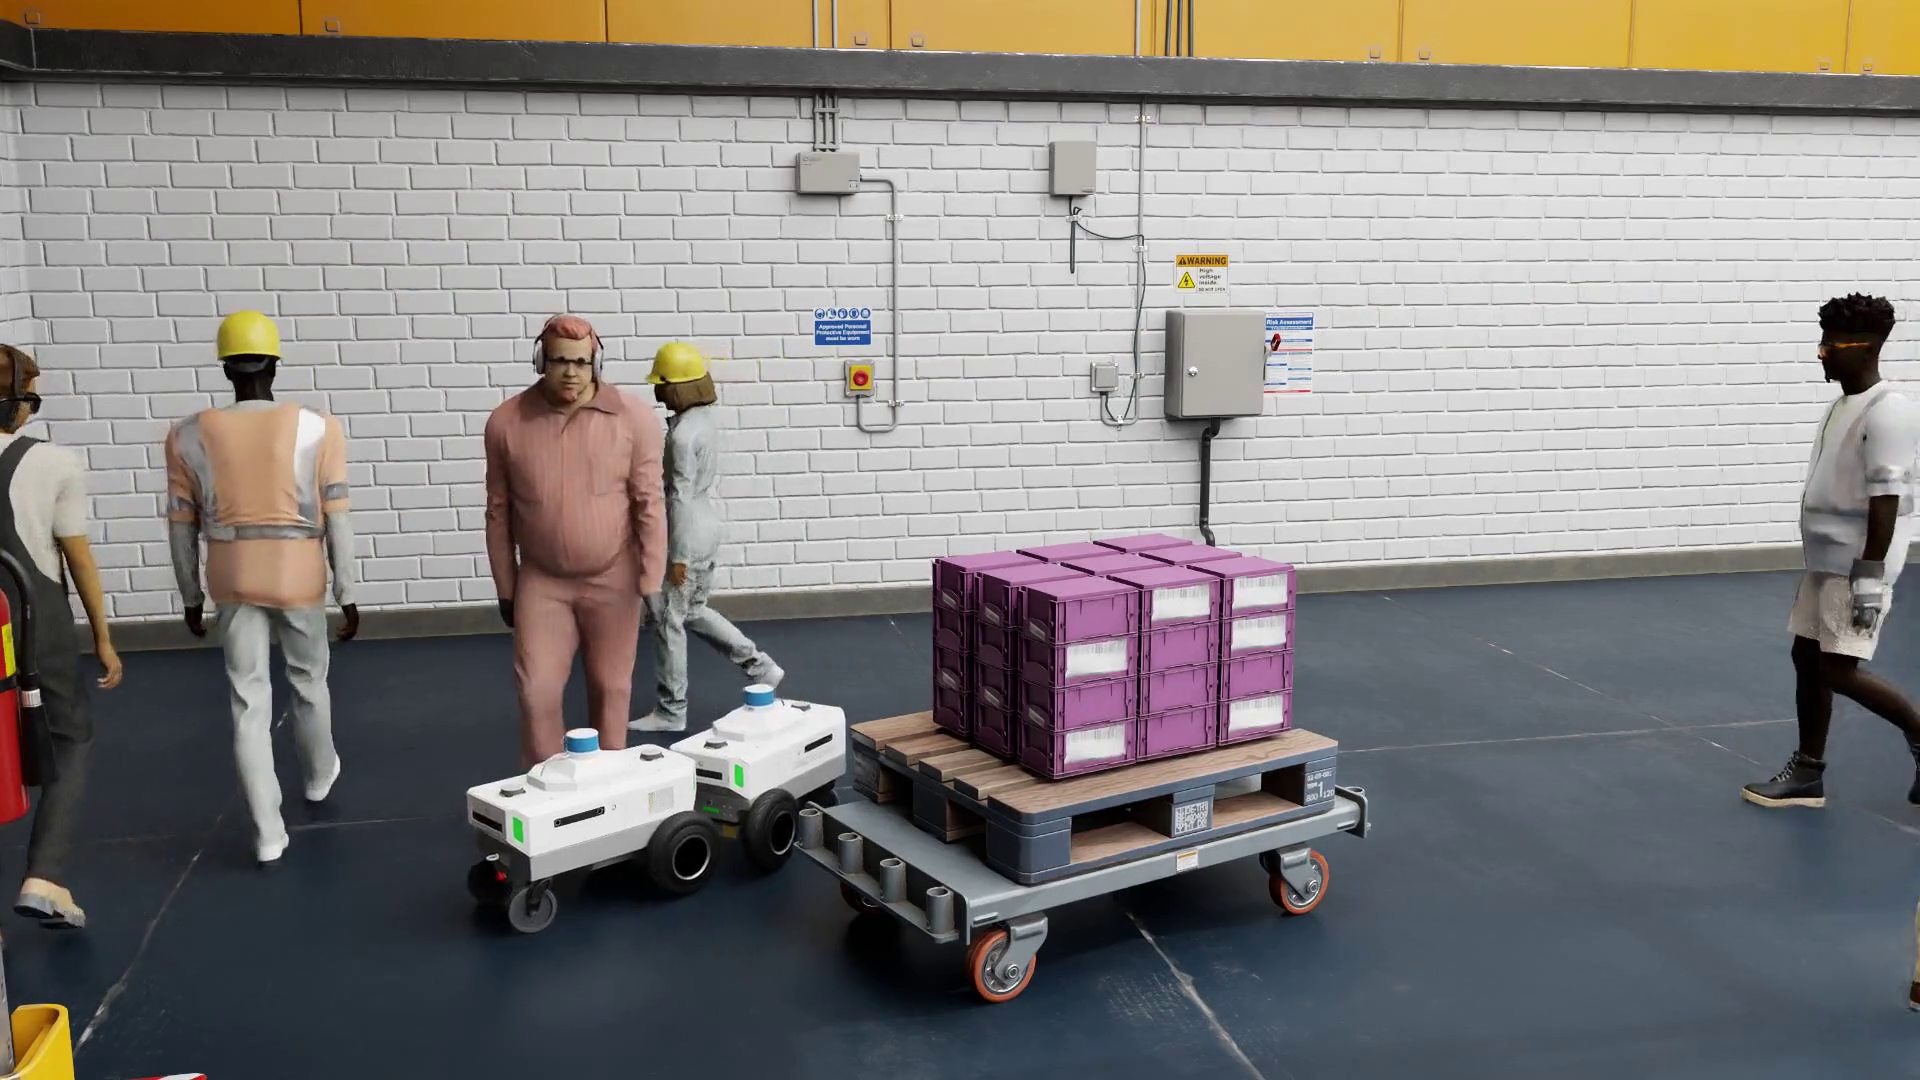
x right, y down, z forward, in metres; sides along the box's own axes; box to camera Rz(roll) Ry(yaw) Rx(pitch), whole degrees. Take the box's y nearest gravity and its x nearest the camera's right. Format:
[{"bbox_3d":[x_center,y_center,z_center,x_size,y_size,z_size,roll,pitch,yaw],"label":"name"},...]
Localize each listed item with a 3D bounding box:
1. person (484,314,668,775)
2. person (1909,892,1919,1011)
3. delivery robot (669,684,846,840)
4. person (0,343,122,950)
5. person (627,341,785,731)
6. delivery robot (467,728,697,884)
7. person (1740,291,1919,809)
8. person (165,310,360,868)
[{"bbox_3d":[-1.339,0.160,5.814,0.636,1.874,0.645,-2,10,-9],"label":"person"},{"bbox_3d":[3.008,0.521,4.544,0.801,1.593,0.526,-2,10,-12],"label":"person"},{"bbox_3d":[-0.706,0.756,5.898,0.477,0.478,0.707,5,11,28],"label":"delivery robot"},{"bbox_3d":[-2.842,0.336,4.960,0.630,1.825,0.407,-4,11,-22],"label":"person"},{"bbox_3d":[-1.123,0.000,7.145,0.600,1.714,0.495,1,10,6],"label":"person"},{"bbox_3d":[-1.210,0.852,5.366,0.707,0.478,0.477,-10,14,-44],"label":"delivery robot"},{"bbox_3d":[3.327,0.070,6.102,0.646,1.949,0.638,1,10,8],"label":"person"},{"bbox_3d":[-2.456,0.134,5.914,0.603,1.878,0.948,-3,11,-17],"label":"person"}]
